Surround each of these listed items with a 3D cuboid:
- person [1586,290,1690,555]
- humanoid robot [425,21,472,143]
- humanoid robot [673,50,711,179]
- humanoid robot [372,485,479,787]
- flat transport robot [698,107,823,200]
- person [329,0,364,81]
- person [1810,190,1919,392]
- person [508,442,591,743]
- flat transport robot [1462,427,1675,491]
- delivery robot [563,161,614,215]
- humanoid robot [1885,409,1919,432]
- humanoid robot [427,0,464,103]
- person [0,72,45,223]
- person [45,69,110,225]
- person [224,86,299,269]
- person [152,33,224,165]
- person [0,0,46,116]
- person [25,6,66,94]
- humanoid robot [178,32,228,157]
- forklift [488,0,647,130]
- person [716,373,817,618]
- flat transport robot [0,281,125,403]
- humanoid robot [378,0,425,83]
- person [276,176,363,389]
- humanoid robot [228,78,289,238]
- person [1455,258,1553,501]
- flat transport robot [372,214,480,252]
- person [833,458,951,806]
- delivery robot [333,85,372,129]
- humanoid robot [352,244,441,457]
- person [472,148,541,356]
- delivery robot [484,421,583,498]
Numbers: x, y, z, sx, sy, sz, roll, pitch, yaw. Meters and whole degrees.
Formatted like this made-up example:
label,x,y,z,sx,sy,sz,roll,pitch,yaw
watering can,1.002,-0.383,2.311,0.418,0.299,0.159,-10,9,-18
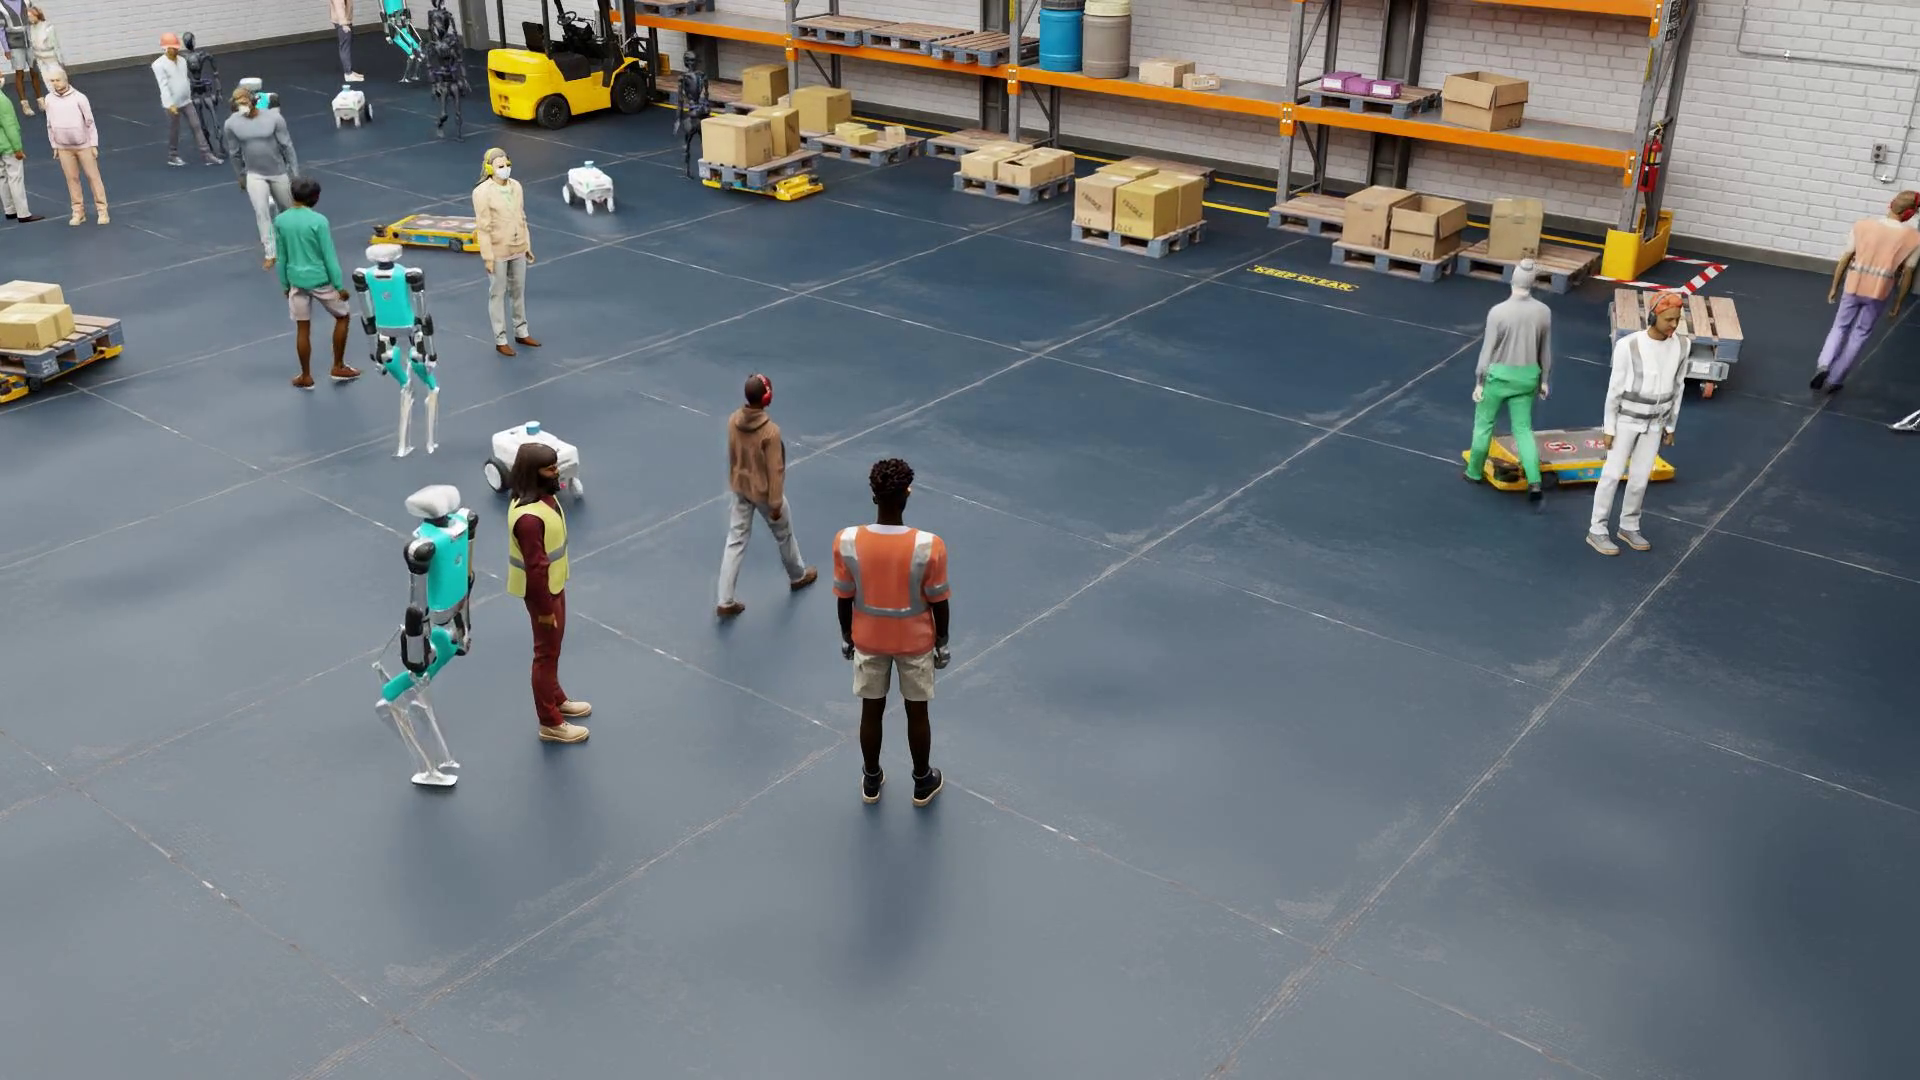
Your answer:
label,x,y,z,sx,sy,sz,roll,pitch,yaw
person,4.653,-0.796,11.377,0.566,1.878,0.353,-5,26,-11
humanoid robot,-7.154,-6.392,23.192,0.587,1.653,0.438,-22,33,-38
humanoid robot,-3.332,-5.372,21.127,0.757,1.633,0.600,17,30,31
humanoid robot,-2.879,0.527,8.799,0.748,1.777,0.534,7,27,15
flat transport robot,-2.494,-4.516,20.923,1.431,0.231,0.659,16,30,30
person,-10.173,-8.537,27.413,0.414,1.868,0.808,-7,27,-14
person,7.690,-2.064,14.069,0.621,1.807,0.483,18,31,32
person,-2.318,0.285,9.252,0.362,1.769,0.475,-3,26,-6
flat transport robot,4.705,-0.629,12.874,1.431,0.231,0.659,-4,26,-9
delivery robot,-4.459,-4.281,20.079,0.499,0.569,0.749,-14,29,-27
humanoid robot,8.079,-1.635,13.316,0.942,1.750,0.551,3,26,6
humanoid robot,-8.044,-7.642,25.812,0.610,1.624,0.766,12,28,24
person,-11.098,-4.589,19.343,0.547,1.779,0.384,15,30,29
person,-10.233,-4.550,19.252,0.524,1.783,0.402,-4,26,-7
person,-7.458,-3.942,17.884,0.668,1.901,0.869,-8,27,-16
person,-10.246,-5.778,21.866,0.766,1.714,0.570,11,28,22
person,-14.014,-7.400,24.860,0.368,2.044,0.606,16,30,30
person,-13.491,-7.049,24.594,0.542,1.623,0.373,8,27,16
humanoid robot,-10.204,-5.981,22.354,0.610,1.635,0.576,-11,28,-21
forklift,-5.874,-7.334,24.552,1.214,2.155,2.313,19,32,34
person,-1.295,-0.313,10.666,0.457,1.605,0.864,14,29,27
flat transport robot,-8.249,-1.562,14.806,0.659,0.231,1.431,7,27,15
humanoid robot,-8.909,-8.194,26.698,0.735,1.677,0.533,19,32,34
person,-5.591,-2.225,14.385,0.630,1.825,0.521,4,26,9
humanoid robot,-7.775,-4.233,18.662,0.541,1.784,0.720,-12,28,-23
person,4.093,-1.174,12.236,0.551,1.821,0.724,-4,26,-9
flat transport robot,-5.813,-3.457,18.731,1.431,0.231,0.659,6,26,13
person,-0.339,0.494,8.597,0.605,1.965,0.368,4,26,7
delivery robot,-8.973,-6.372,24.460,0.499,0.613,0.811,-4,26,-8
humanoid robot,-4.290,-1.487,12.965,0.533,1.793,0.676,0,26,1
person,-4.164,-2.643,15.200,0.402,1.877,0.552,17,31,32
delivery robot,-3.194,-0.595,12.489,0.799,0.608,0.499,22,33,38
